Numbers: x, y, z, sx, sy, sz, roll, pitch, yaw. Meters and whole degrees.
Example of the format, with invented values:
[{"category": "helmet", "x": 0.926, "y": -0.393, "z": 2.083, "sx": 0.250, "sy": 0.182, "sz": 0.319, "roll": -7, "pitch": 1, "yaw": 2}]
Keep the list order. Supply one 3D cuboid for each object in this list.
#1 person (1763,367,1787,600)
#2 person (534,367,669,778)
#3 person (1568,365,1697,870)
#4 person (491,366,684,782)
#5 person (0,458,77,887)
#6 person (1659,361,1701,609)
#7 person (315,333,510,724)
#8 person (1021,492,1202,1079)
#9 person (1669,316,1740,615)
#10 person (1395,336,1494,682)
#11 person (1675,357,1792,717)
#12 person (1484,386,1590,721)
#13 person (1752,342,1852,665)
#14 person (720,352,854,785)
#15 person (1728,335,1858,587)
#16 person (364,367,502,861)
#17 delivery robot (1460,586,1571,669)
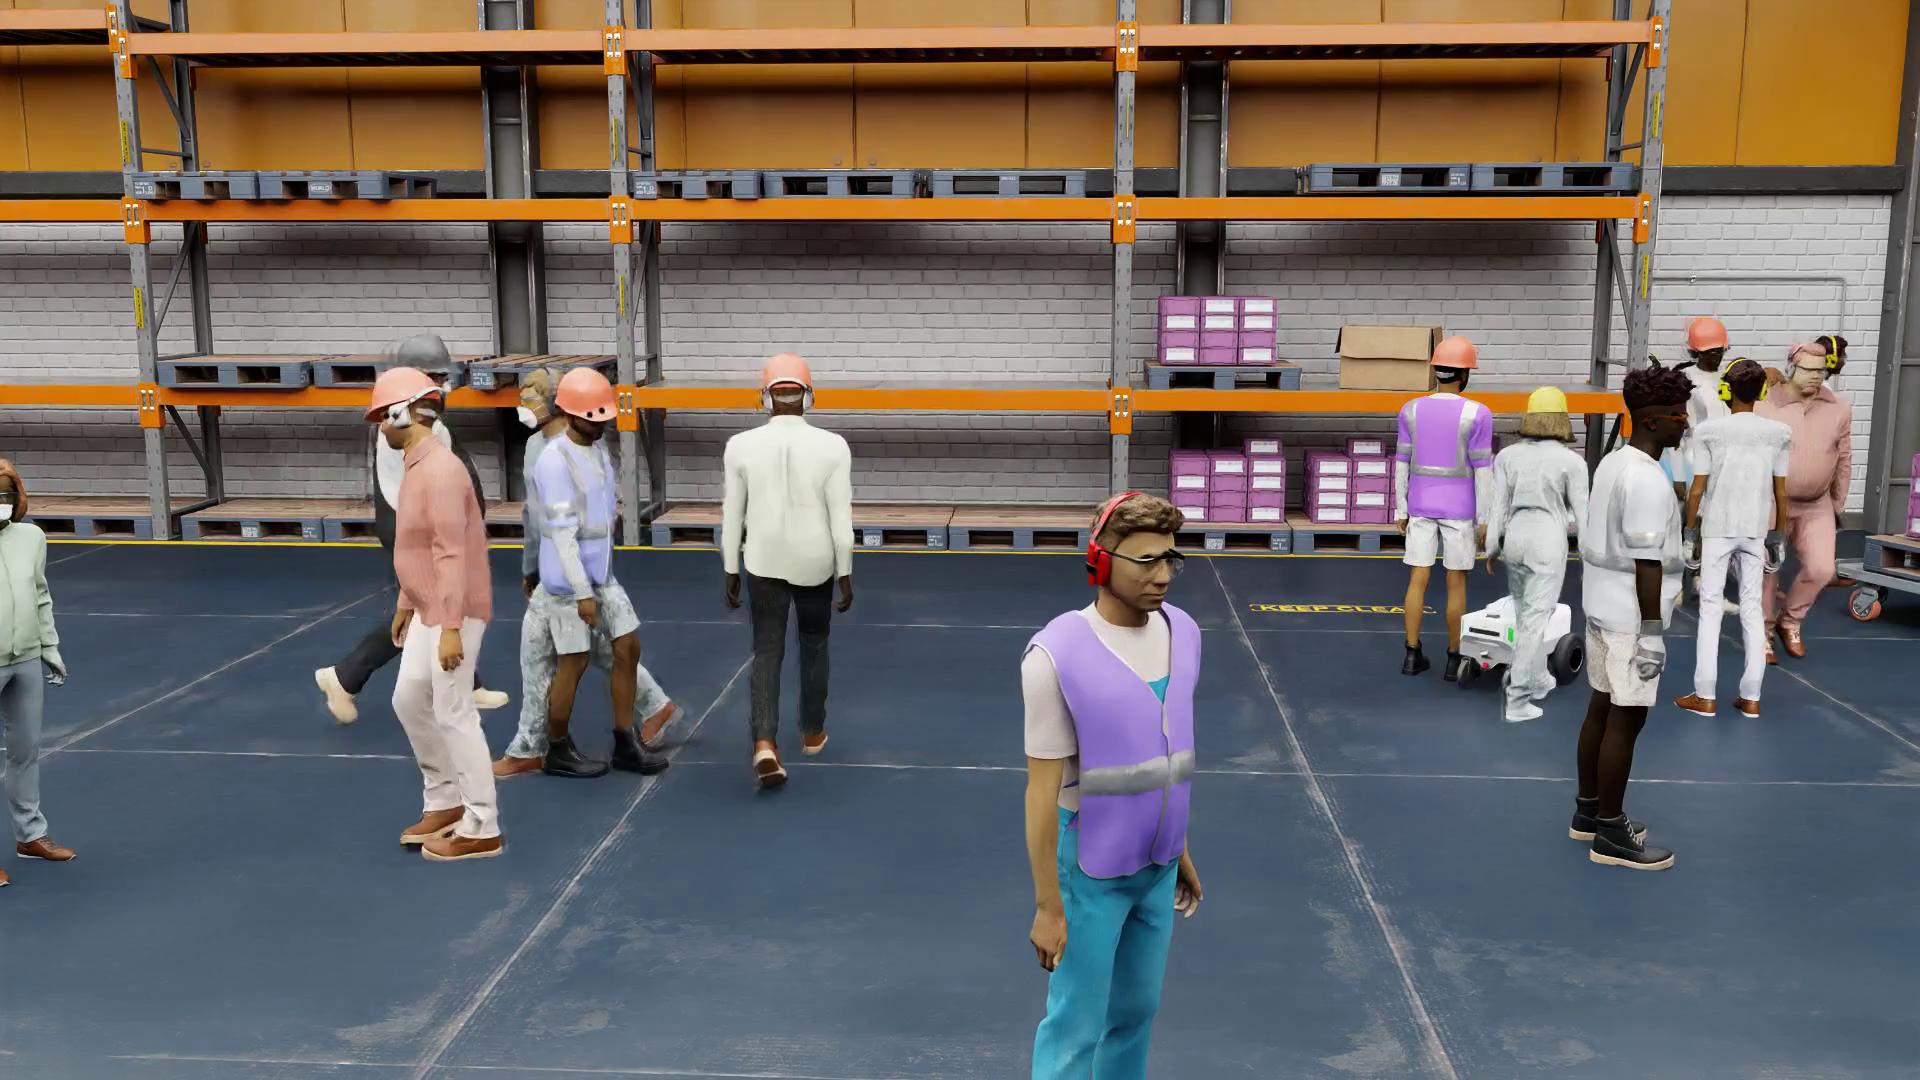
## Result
[{"category": "person", "x": 5.537, "y": -0.410, "z": 11.668, "sx": 0.640, "sy": 1.617, "sz": 0.521, "roll": 4, "pitch": 10, "yaw": 21}, {"category": "person", "x": -1.618, "y": 0.171, "z": 7.471, "sx": 0.678, "sy": 1.890, "sz": 0.594, "roll": 3, "pitch": 10, "yaw": 17}, {"category": "person", "x": 2.646, "y": 0.292, "z": 6.547, "sx": 0.362, "sy": 1.963, "sz": 0.613, "roll": 1, "pitch": 10, "yaw": 6}, {"category": "person", "x": -1.760, "y": 0.131, "z": 7.732, "sx": 0.997, "sy": 1.900, "sz": 0.628, "roll": -6, "pitch": 11, "yaw": -30}, {"category": "person", "x": -3.673, "y": 0.487, "z": 6.376, "sx": 0.281, "sy": 1.633, "sz": 0.499, "roll": 4, "pitch": 10, "yaw": 22}, {"category": "person", "x": 4.900, "y": -0.368, "z": 11.263, "sx": 0.536, "sy": 1.677, "sz": 0.371, "roll": -1, "pitch": 10, "yaw": -4}, {"category": "person", "x": -2.807, "y": -0.068, "z": 8.436, "sx": 0.865, "sy": 2.000, "sz": 0.679, "roll": -4, "pitch": 10, "yaw": -20}, {"category": "person", "x": 0.356, "y": 0.791, "z": 3.986, "sx": 0.372, "sy": 1.840, "sz": 0.570, "roll": 9, "pitch": 13, "yaw": 43}, {"category": "person", "x": 4.942, "y": -0.516, "z": 11.201, "sx": 0.648, "sy": 1.994, "sz": 0.735, "roll": -5, "pitch": 11, "yaw": -27}, {"category": "person", "x": 2.734, "y": -0.177, "z": 9.378, "sx": 0.551, "sy": 1.934, "sz": 0.373, "roll": 7, "pitch": 12, "yaw": 37}, {"category": "person", "x": 4.020, "y": -0.009, "z": 8.621, "sx": 0.512, "sy": 1.863, "sz": 0.332, "roll": 1, "pitch": 10, "yaw": 5}, {"category": "person", "x": 3.068, "y": 0.057, "z": 8.678, "sx": 0.833, "sy": 1.699, "sz": 0.520, "roll": -9, "pitch": 13, "yaw": -43}, {"category": "person", "x": 4.829, "y": -0.200, "z": 9.653, "sx": 0.678, "sy": 1.886, "sz": 0.431, "roll": 1, "pitch": 10, "yaw": 5}, {"category": "person", "x": -0.797, "y": 0.119, "z": 7.635, "sx": 0.621, "sy": 1.954, "sz": 0.971, "roll": 0, "pitch": 10, "yaw": 0}, {"category": "person", "x": 6.030, "y": -0.561, "z": 11.957, "sx": 0.875, "sy": 1.831, "sz": 0.525, "roll": 0, "pitch": 10, "yaw": 1}, {"category": "person", "x": -2.093, "y": 0.291, "z": 6.640, "sx": 0.438, "sy": 1.953, "sz": 0.627, "roll": -5, "pitch": 11, "yaw": -28}, {"category": "delivery robot", "x": 3.093, "y": 0.488, "z": 9.253, "sx": 0.707, "sy": 0.478, "sz": 0.477, "roll": -9, "pitch": 13, "yaw": -43}]
